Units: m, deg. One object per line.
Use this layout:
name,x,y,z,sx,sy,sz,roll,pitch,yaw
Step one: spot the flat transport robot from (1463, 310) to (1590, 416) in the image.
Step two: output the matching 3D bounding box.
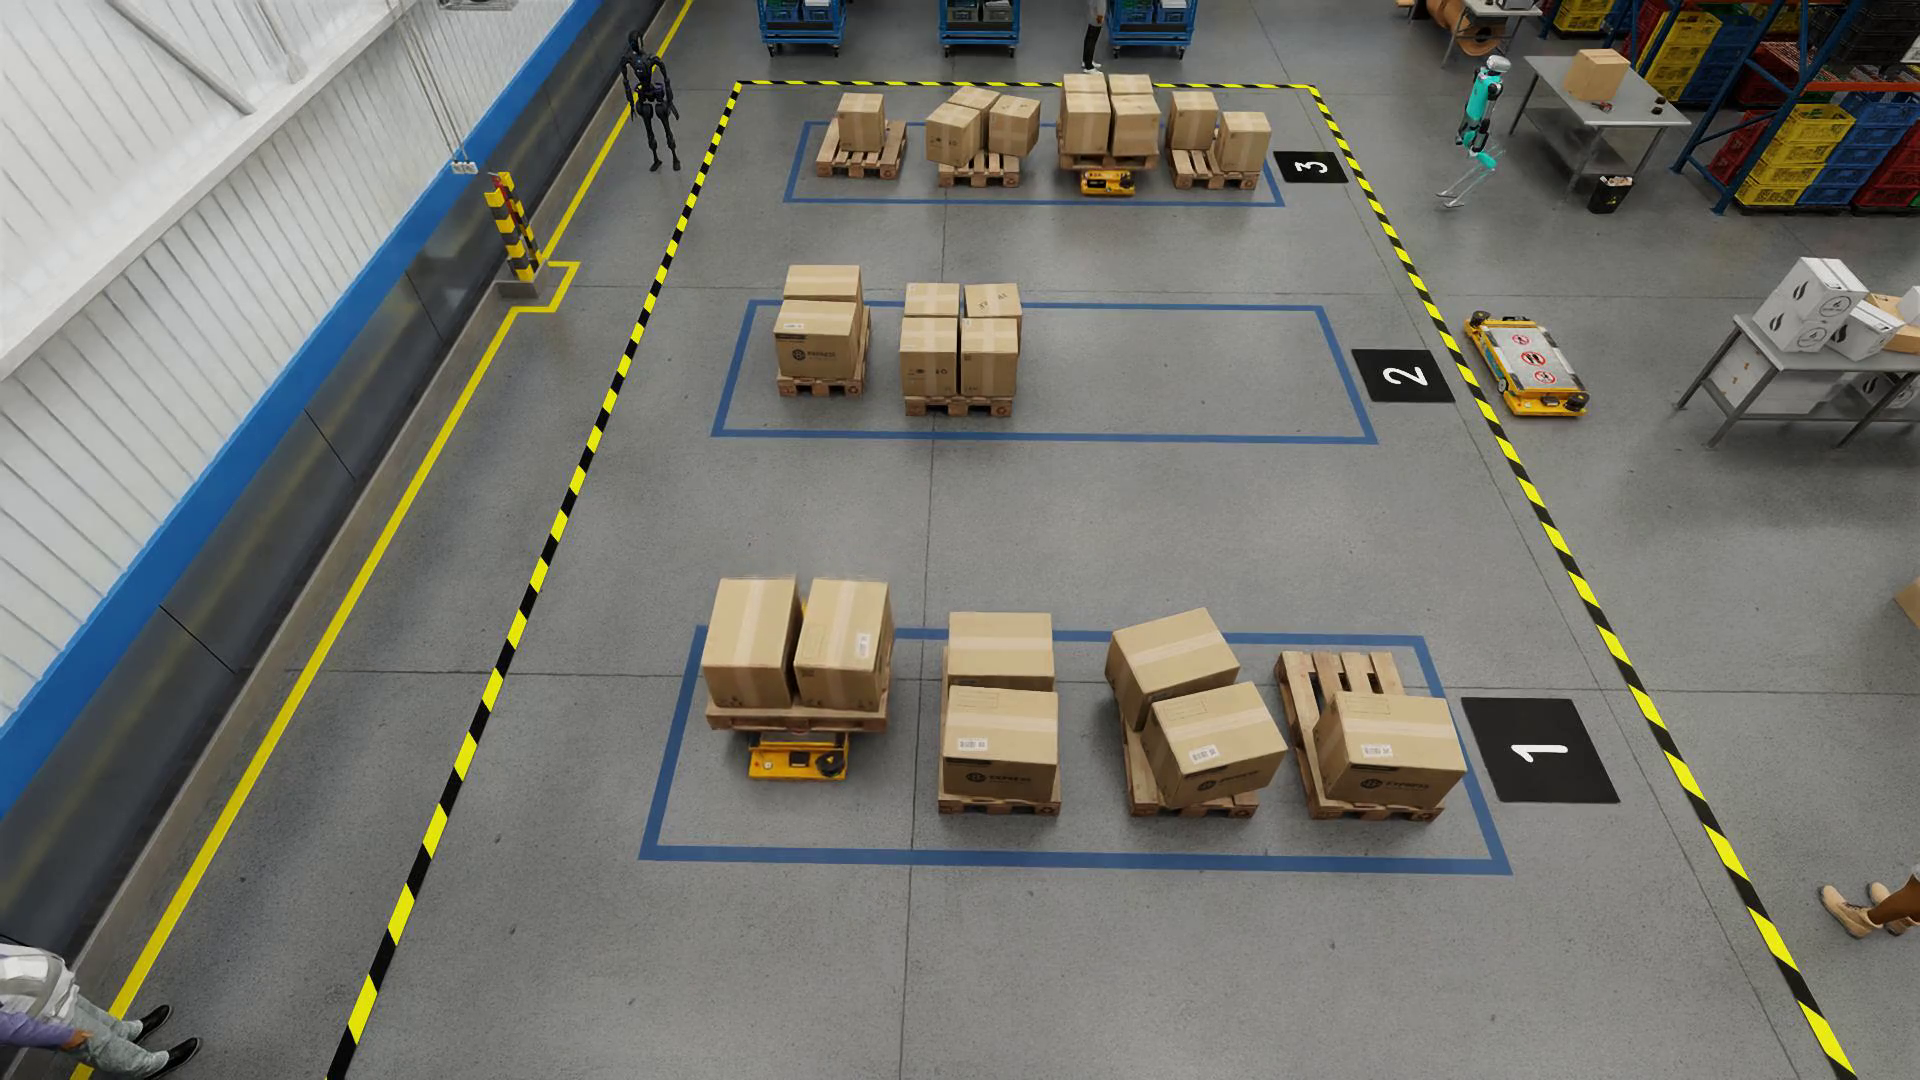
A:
flat transport robot,5.573,-1.757,9.054,0.659,0.231,1.431,1,49,1

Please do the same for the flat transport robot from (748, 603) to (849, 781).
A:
flat transport robot,-1.092,1.036,6.618,0.652,0.197,1.431,1,49,1

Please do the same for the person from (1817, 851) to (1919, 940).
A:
person,5.582,1.660,4.925,0.606,2.043,0.376,-1,49,-1

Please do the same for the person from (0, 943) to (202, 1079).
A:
person,-4.553,2.285,4.520,0.589,1.833,0.404,28,55,22

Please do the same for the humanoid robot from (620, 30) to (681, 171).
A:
humanoid robot,-3.769,-5.360,11.231,0.599,1.657,0.315,-1,49,-1

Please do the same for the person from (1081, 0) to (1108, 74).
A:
person,2.013,-7.672,13.126,0.395,1.850,0.597,1,49,1

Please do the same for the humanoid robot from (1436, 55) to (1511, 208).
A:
humanoid robot,6.042,-4.652,10.499,0.735,1.677,0.533,0,49,0

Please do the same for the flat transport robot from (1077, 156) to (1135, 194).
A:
flat transport robot,1.843,-4.882,11.740,0.652,0.197,1.431,1,49,1
